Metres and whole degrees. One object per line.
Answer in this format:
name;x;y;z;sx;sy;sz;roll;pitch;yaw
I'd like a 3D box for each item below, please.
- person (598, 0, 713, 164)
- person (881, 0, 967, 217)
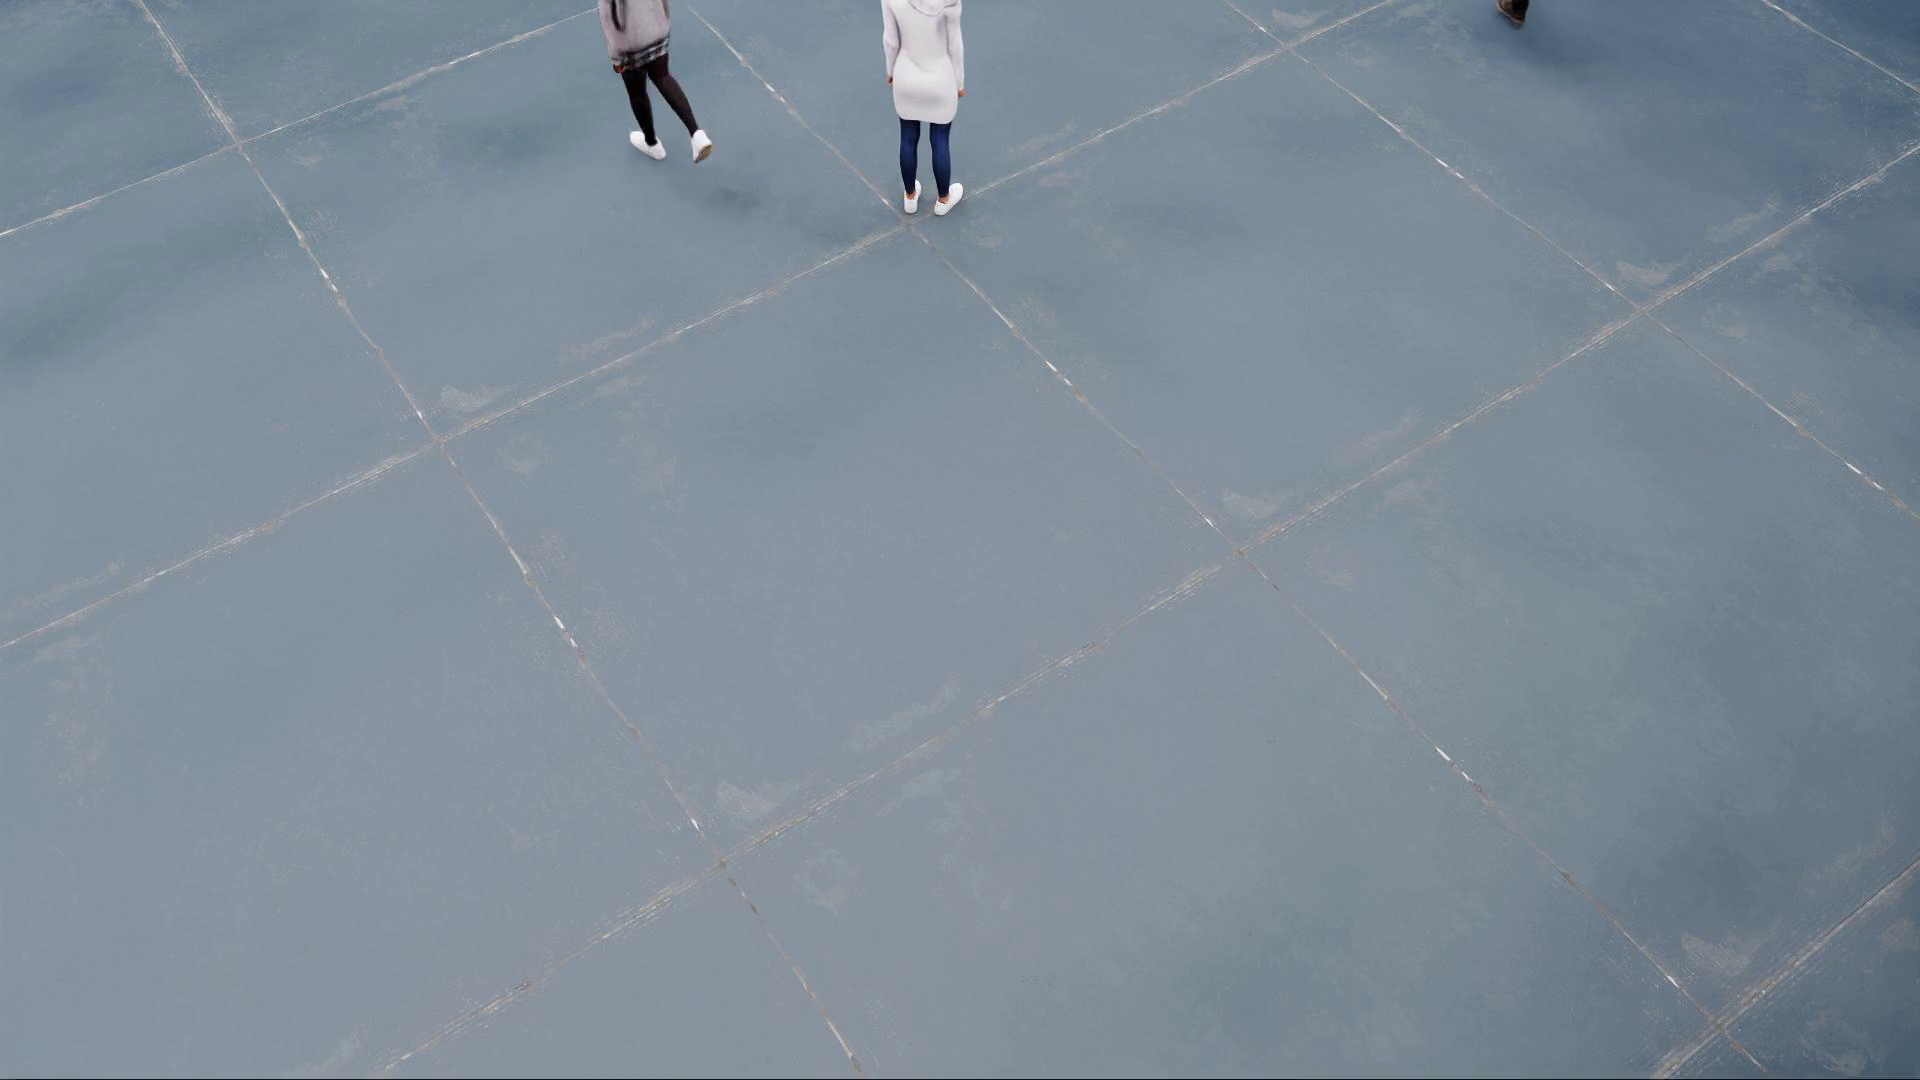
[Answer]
person;-1.753;-2.840;9.500;0.982;1.758;0.740;35;60;24
person;-0.199;-2.561;9.272;0.668;1.775;0.747;12;53;9
